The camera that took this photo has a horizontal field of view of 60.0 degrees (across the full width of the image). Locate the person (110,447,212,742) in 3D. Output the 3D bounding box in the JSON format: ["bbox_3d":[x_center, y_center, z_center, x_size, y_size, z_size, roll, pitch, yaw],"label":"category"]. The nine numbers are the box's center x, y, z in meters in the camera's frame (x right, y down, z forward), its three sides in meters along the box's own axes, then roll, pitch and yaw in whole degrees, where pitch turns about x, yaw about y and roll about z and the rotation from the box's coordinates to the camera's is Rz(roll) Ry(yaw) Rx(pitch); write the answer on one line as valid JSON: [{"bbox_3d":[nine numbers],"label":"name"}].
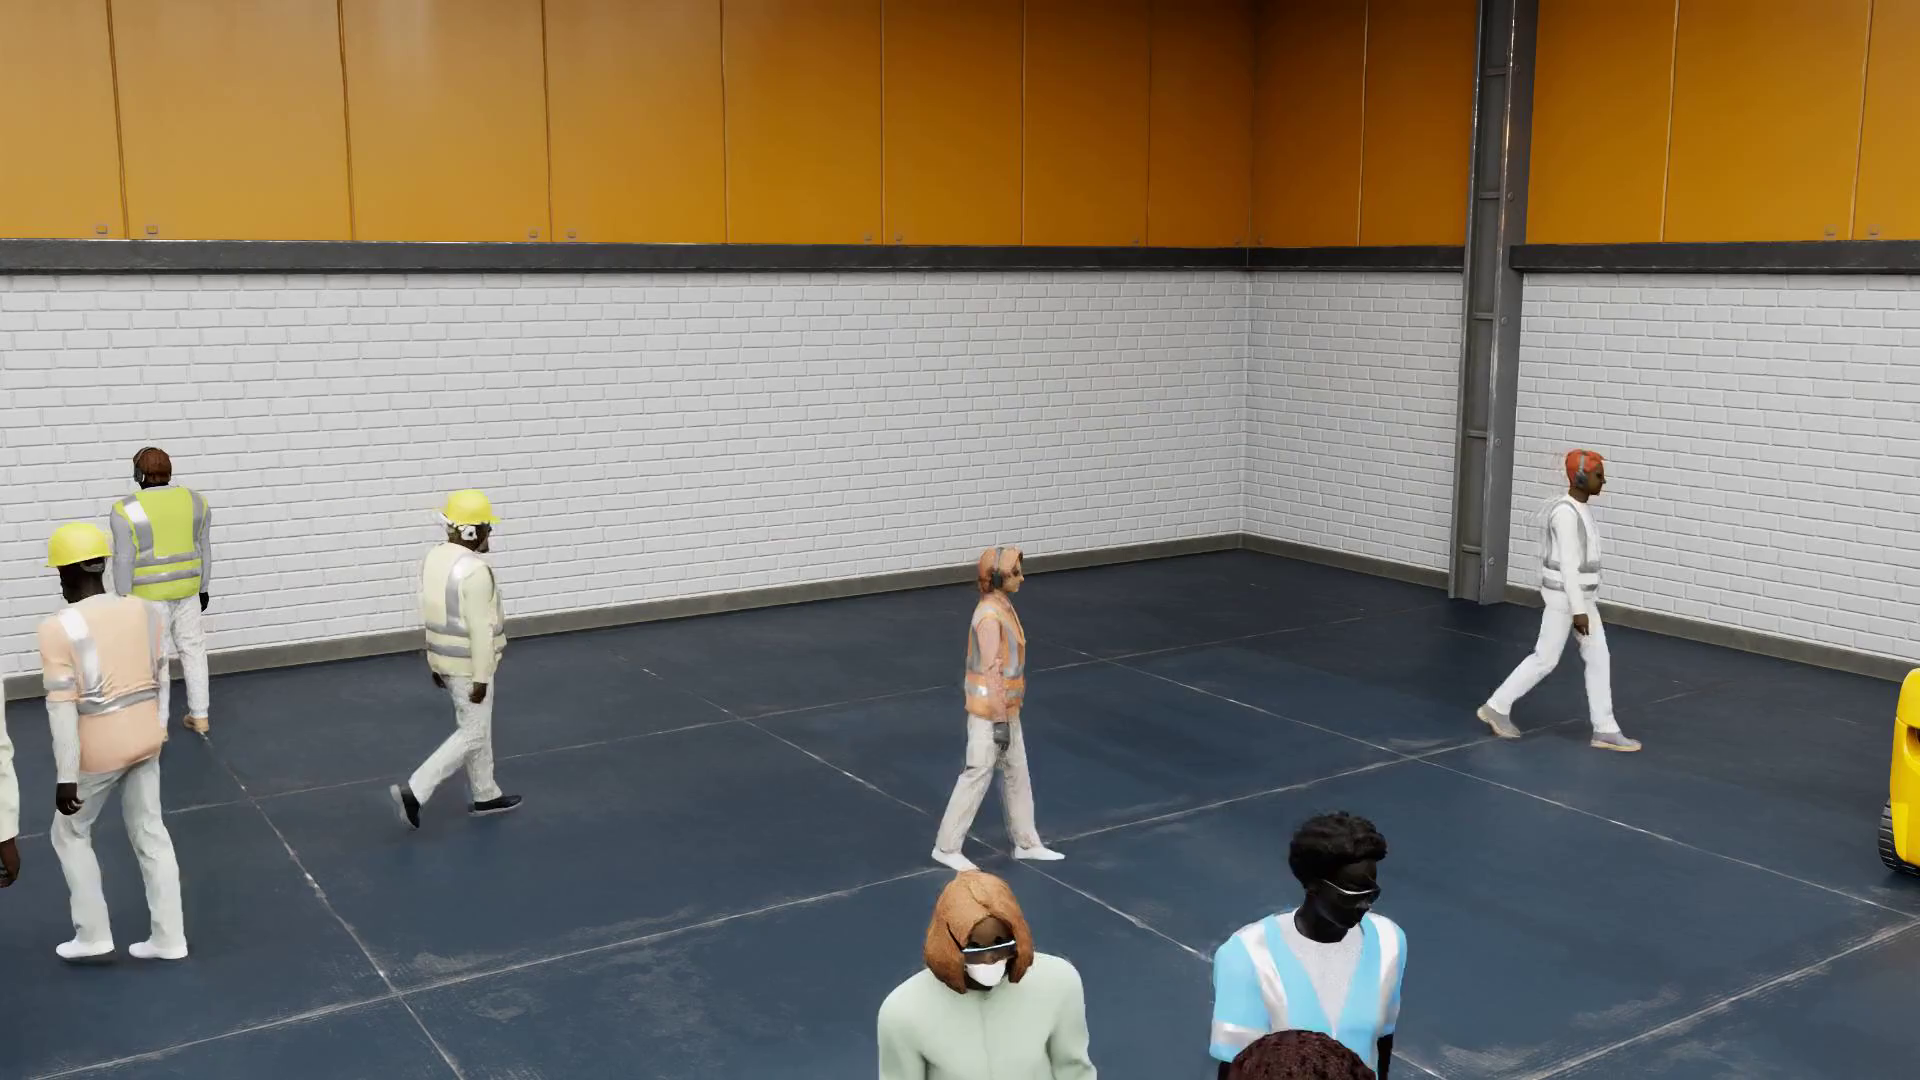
[{"bbox_3d":[-4.985,0.335,10.391,0.429,1.844,0.627,7,12,35],"label":"person"}]

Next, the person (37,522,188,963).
[{"bbox_3d":[-3.613,0.872,6.988,0.688,1.893,0.667,3,10,20],"label":"person"}]

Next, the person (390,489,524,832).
[{"bbox_3d":[-2.659,0.635,8.702,0.738,1.807,0.594,-9,13,-43],"label":"person"}]

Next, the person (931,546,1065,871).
[{"bbox_3d":[0.172,0.827,8.150,0.548,1.637,0.533,2,10,9],"label":"person"}]

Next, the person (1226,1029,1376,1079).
[{"bbox_3d":[0.334,1.613,2.508,0.713,1.899,0.611,6,11,30],"label":"person"}]

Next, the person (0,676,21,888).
[{"bbox_3d":[-3.595,1.043,5.719,0.645,1.969,0.563,-6,11,-33],"label":"person"}]

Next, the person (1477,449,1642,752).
[{"bbox_3d":[3.711,0.358,10.230,0.941,1.853,0.573,7,12,37],"label":"person"}]

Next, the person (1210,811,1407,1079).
[{"bbox_3d":[0.863,1.475,4.035,0.546,1.663,0.775,-2,10,-10],"label":"person"}]

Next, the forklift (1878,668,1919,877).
[{"bbox_3d":[5.511,0.571,7.906,2.313,2.155,1.214,-6,11,-33],"label":"forklift"}]

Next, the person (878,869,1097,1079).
[{"bbox_3d":[0.061,1.508,4.002,0.547,1.608,0.523,-2,10,-12],"label":"person"}]
